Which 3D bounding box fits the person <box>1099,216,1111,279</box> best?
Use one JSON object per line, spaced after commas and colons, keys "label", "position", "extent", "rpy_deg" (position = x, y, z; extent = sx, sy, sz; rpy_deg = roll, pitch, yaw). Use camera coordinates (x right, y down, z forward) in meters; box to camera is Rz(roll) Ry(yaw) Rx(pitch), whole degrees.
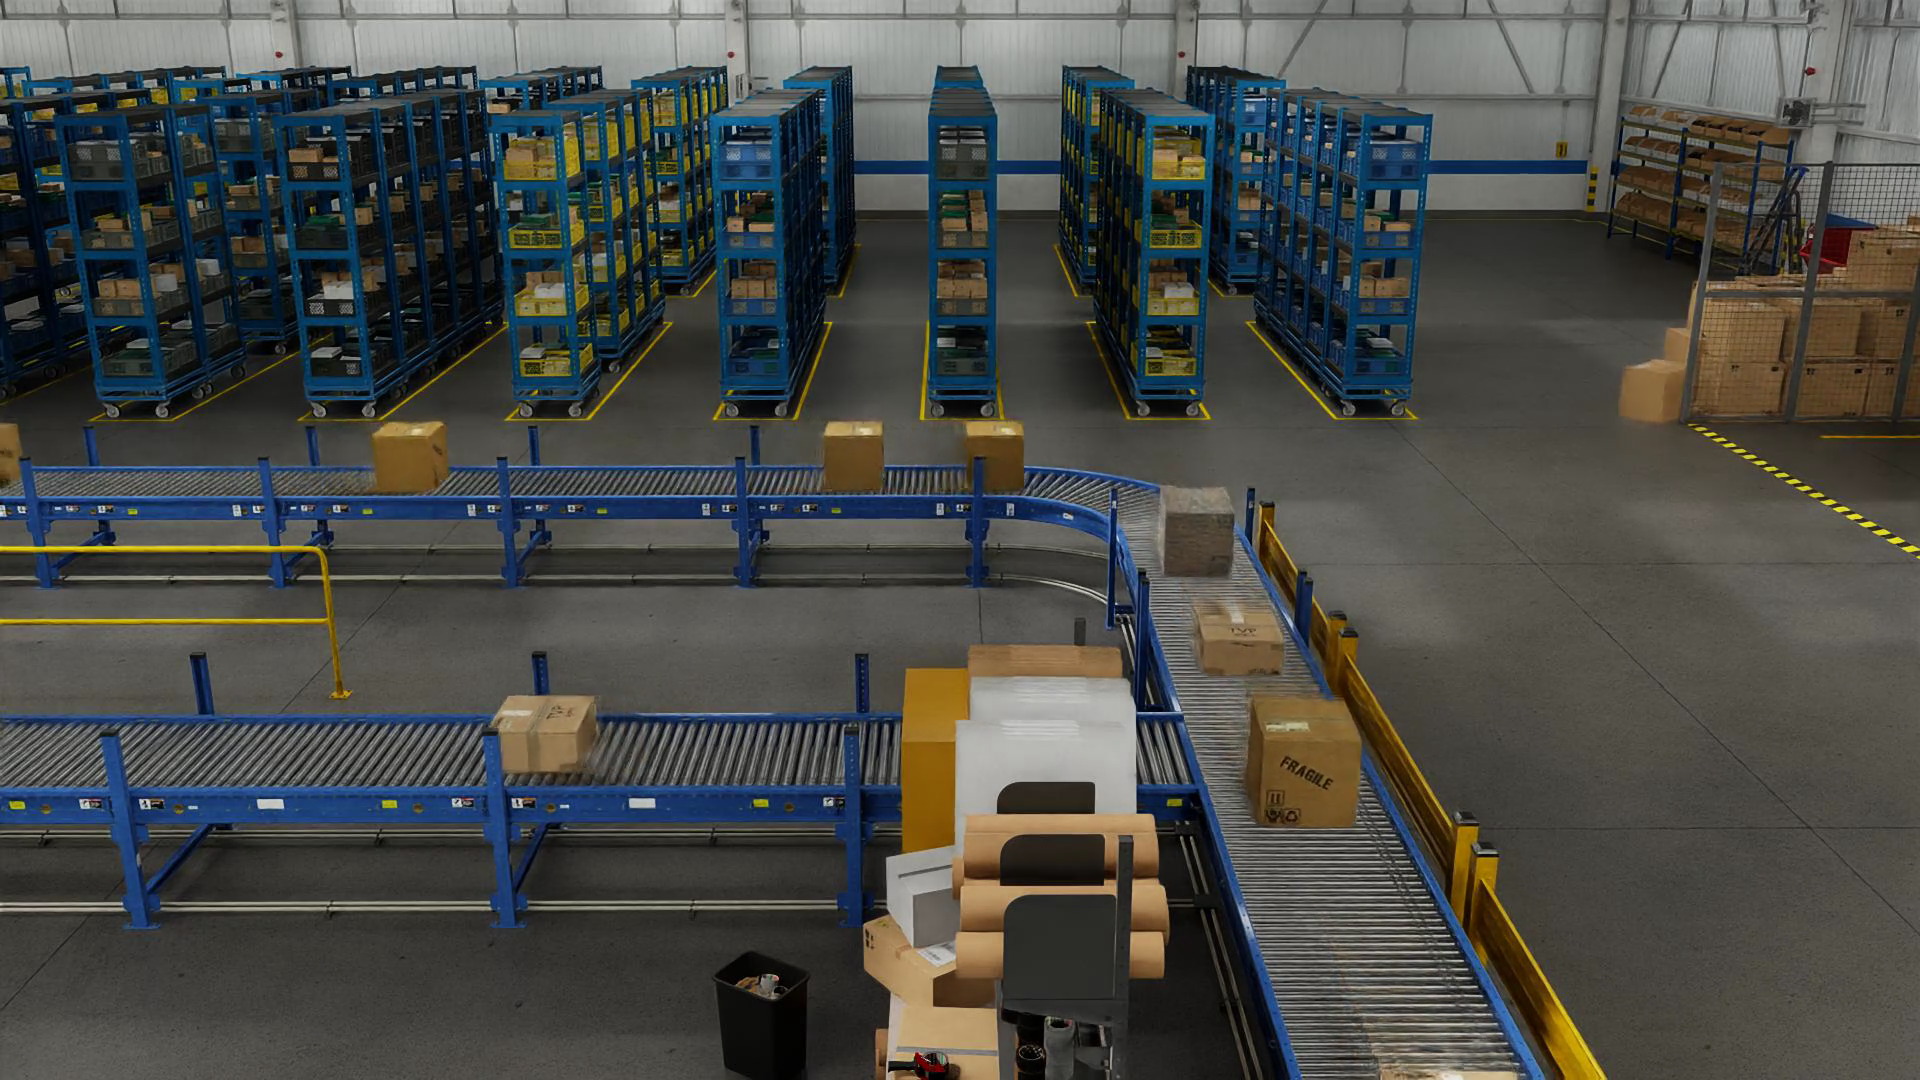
{"label": "person", "position": [2.440, -4.489, 26.491], "extent": [0.390, 1.838, 0.563], "rpy_deg": [-15, 24, -39]}

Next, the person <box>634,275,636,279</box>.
{"label": "person", "position": [-5.695, -4.819, 27.589], "extent": [0.926, 1.786, 0.617], "rpy_deg": [-1, 18, -3]}
